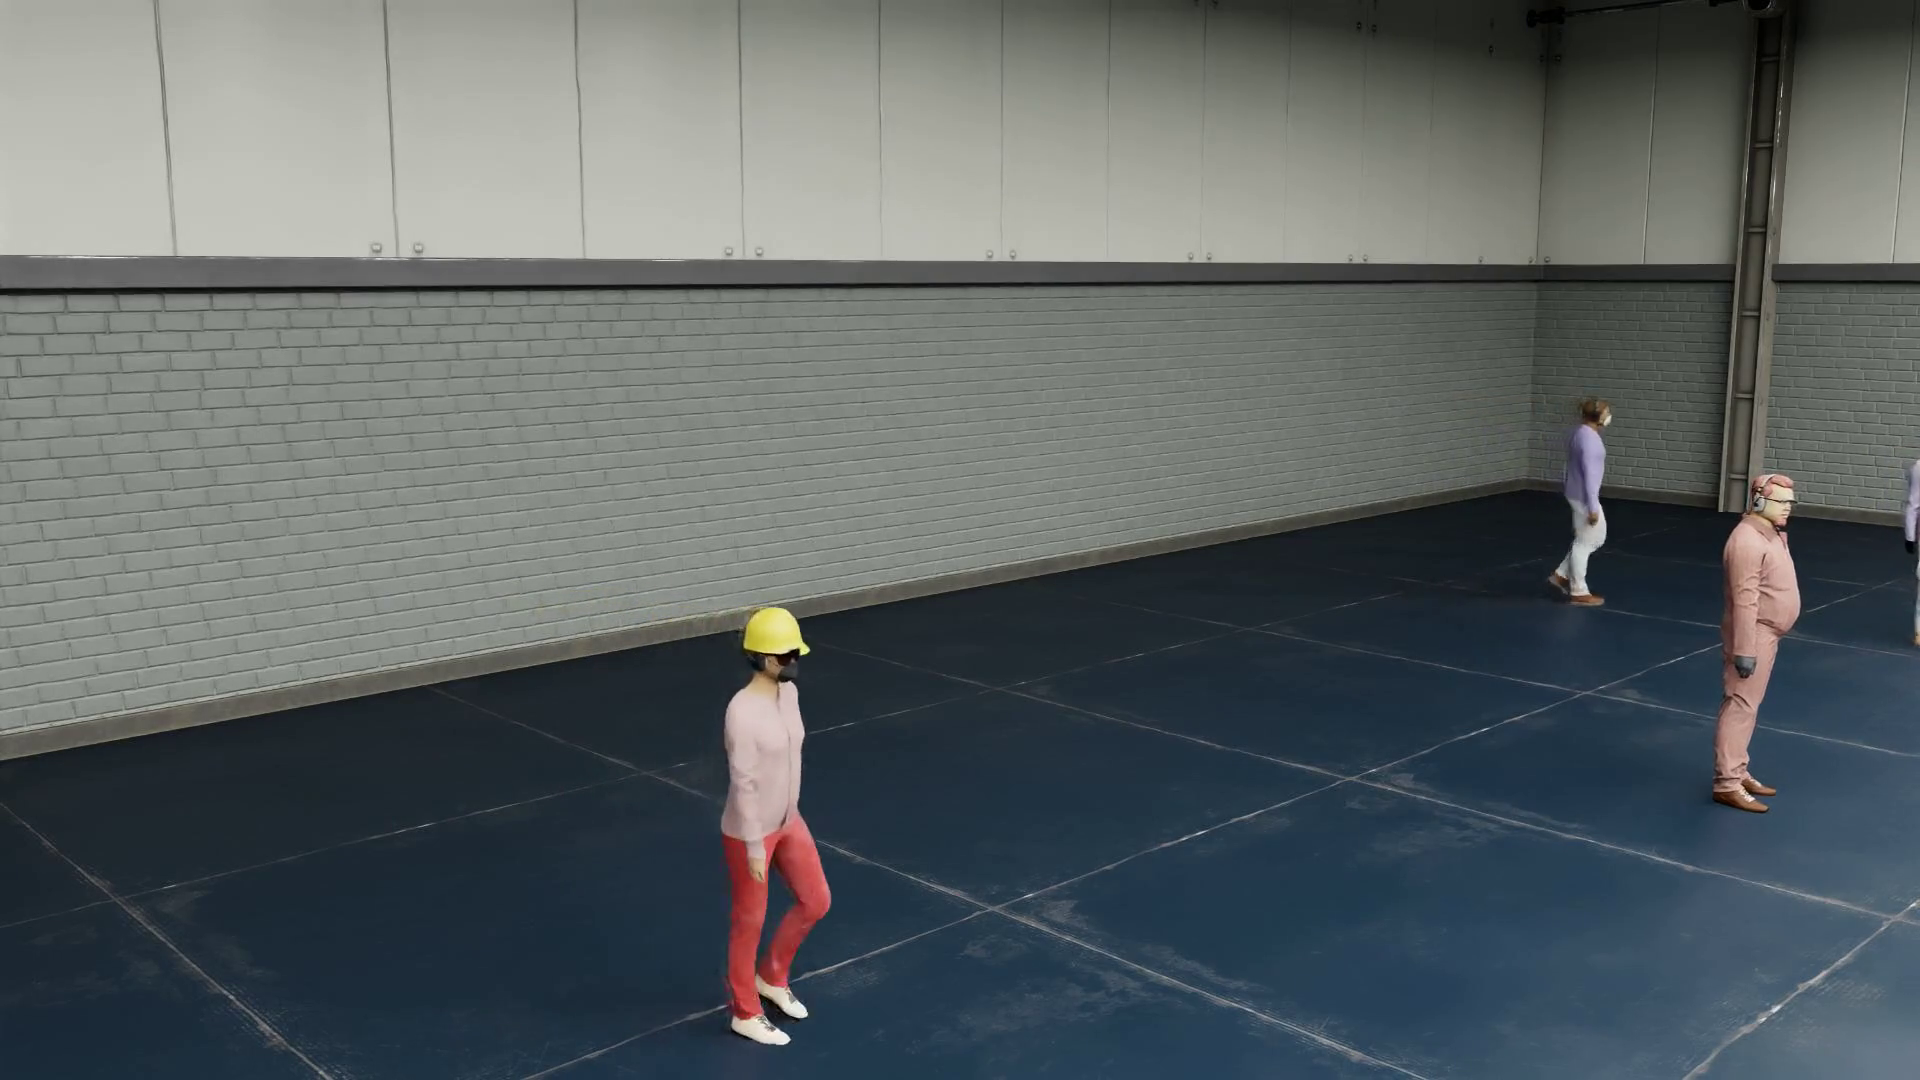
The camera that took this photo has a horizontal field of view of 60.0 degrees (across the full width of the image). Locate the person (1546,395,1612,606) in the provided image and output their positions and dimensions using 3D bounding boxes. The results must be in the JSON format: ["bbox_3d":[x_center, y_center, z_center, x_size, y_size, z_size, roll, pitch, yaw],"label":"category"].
[{"bbox_3d":[5.696,-0.349,15.084,0.438,1.926,0.653,2,9,14],"label":"person"}]

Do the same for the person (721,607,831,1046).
[{"bbox_3d":[-0.743,1.124,6.492,0.400,1.755,0.524,4,10,26],"label":"person"}]

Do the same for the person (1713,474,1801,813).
[{"bbox_3d":[4.541,0.571,9.455,0.400,1.903,0.644,6,11,34],"label":"person"}]

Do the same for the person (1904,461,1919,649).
[{"bbox_3d":[7.940,-0.009,13.335,0.622,1.820,0.576,3,10,19],"label":"person"}]
